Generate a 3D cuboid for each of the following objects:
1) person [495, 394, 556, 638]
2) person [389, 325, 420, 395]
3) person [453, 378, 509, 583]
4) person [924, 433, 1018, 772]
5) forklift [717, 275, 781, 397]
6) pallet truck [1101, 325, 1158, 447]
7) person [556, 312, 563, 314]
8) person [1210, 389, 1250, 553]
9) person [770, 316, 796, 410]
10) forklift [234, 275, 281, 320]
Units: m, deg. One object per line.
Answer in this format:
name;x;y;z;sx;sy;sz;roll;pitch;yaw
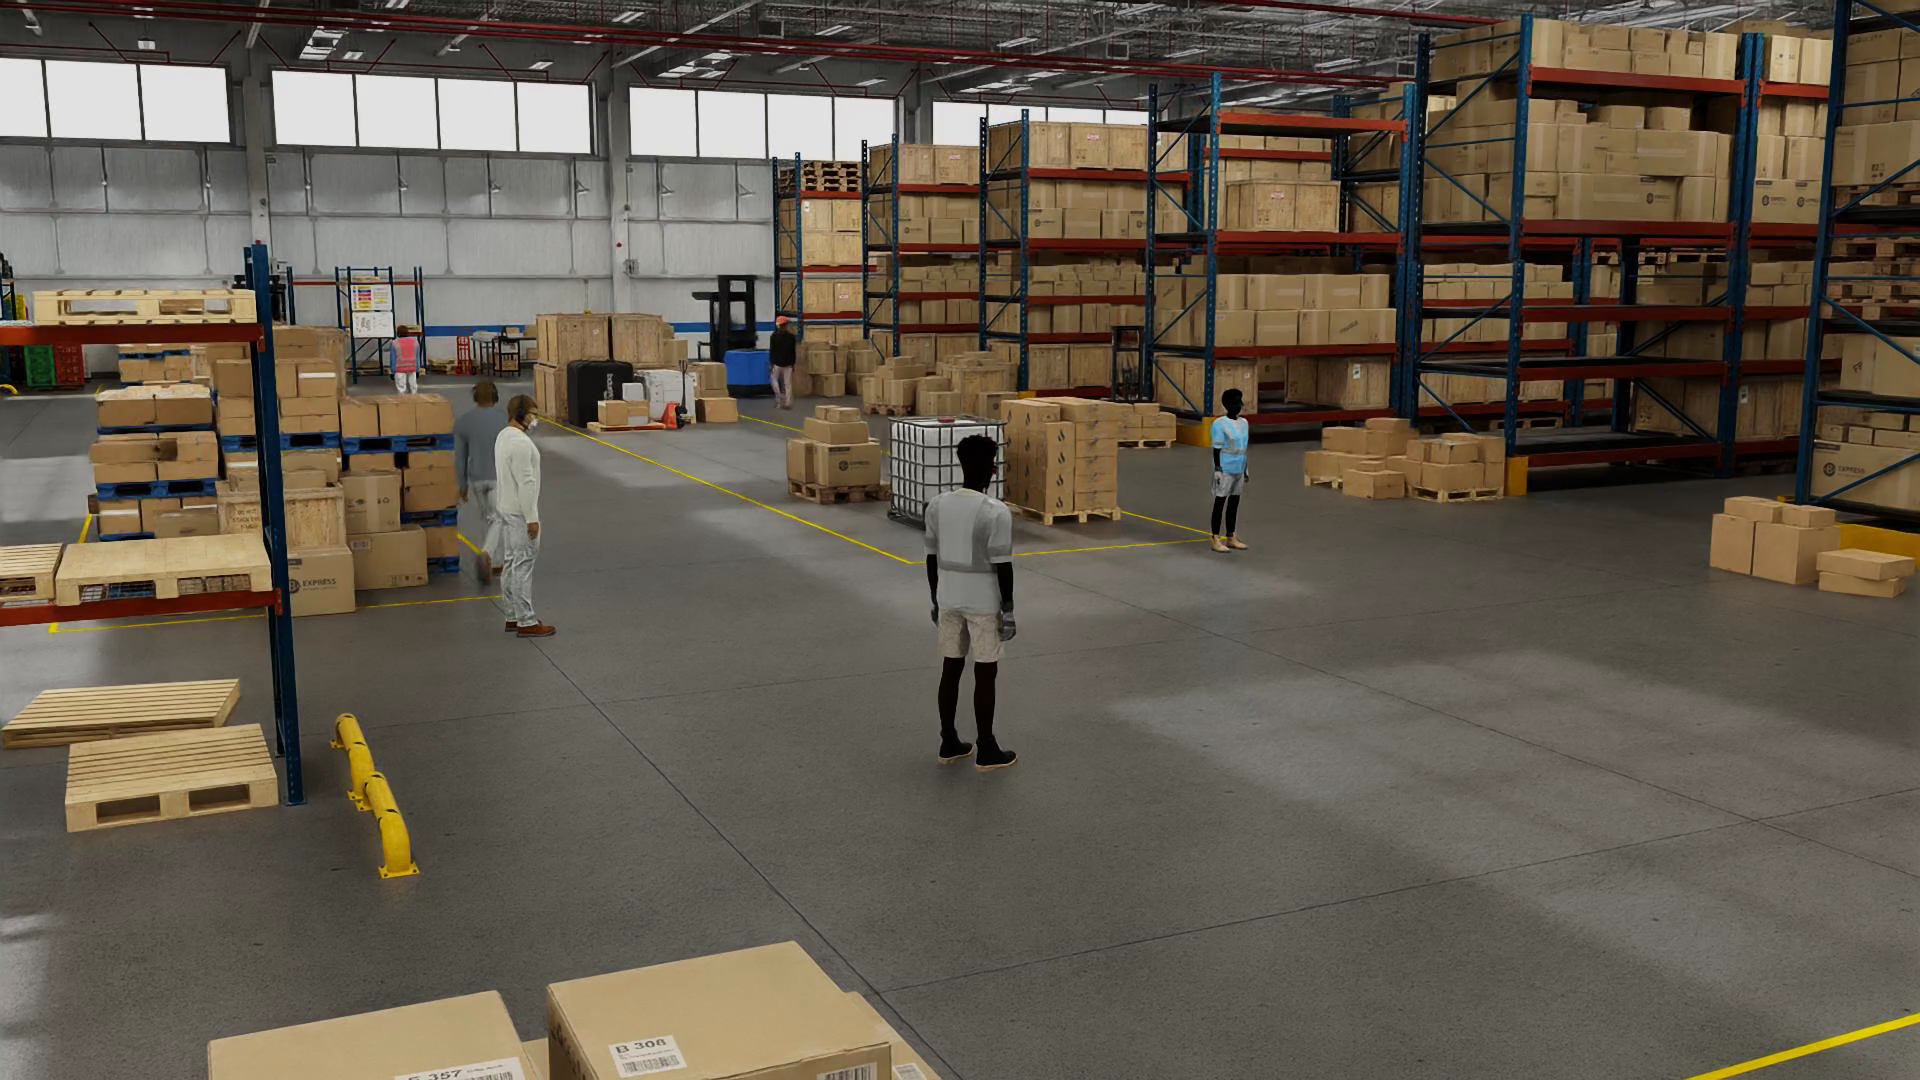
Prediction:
person;-3.487;-0.194;13.224;0.371;1.934;0.627;-5;11;-30
person;-11.049;-3.349;33.084;0.626;1.844;0.429;-9;13;-43
person;-4.408;-0.554;15.535;0.632;1.920;0.844;1;9;6
person;0.074;0.358;9.691;0.612;1.964;0.364;7;12;38
forklift;-5.146;-4.763;38.639;1.873;2.768;1.129;8;12;42
pallet truck;2.881;-2.596;27.923;0.823;1.965;1.885;-1;9;-7
person;-9.698;-4.538;40.212;0.414;1.926;0.568;0;9;-1
person;2.797;-0.719;17.212;0.534;1.697;0.318;-8;12;-41
person;-3.731;-3.705;34.868;0.648;1.971;0.587;-6;11;-34
forklift;-15.713;-4.560;37.376;1.129;2.768;1.873;-4;10;-25
